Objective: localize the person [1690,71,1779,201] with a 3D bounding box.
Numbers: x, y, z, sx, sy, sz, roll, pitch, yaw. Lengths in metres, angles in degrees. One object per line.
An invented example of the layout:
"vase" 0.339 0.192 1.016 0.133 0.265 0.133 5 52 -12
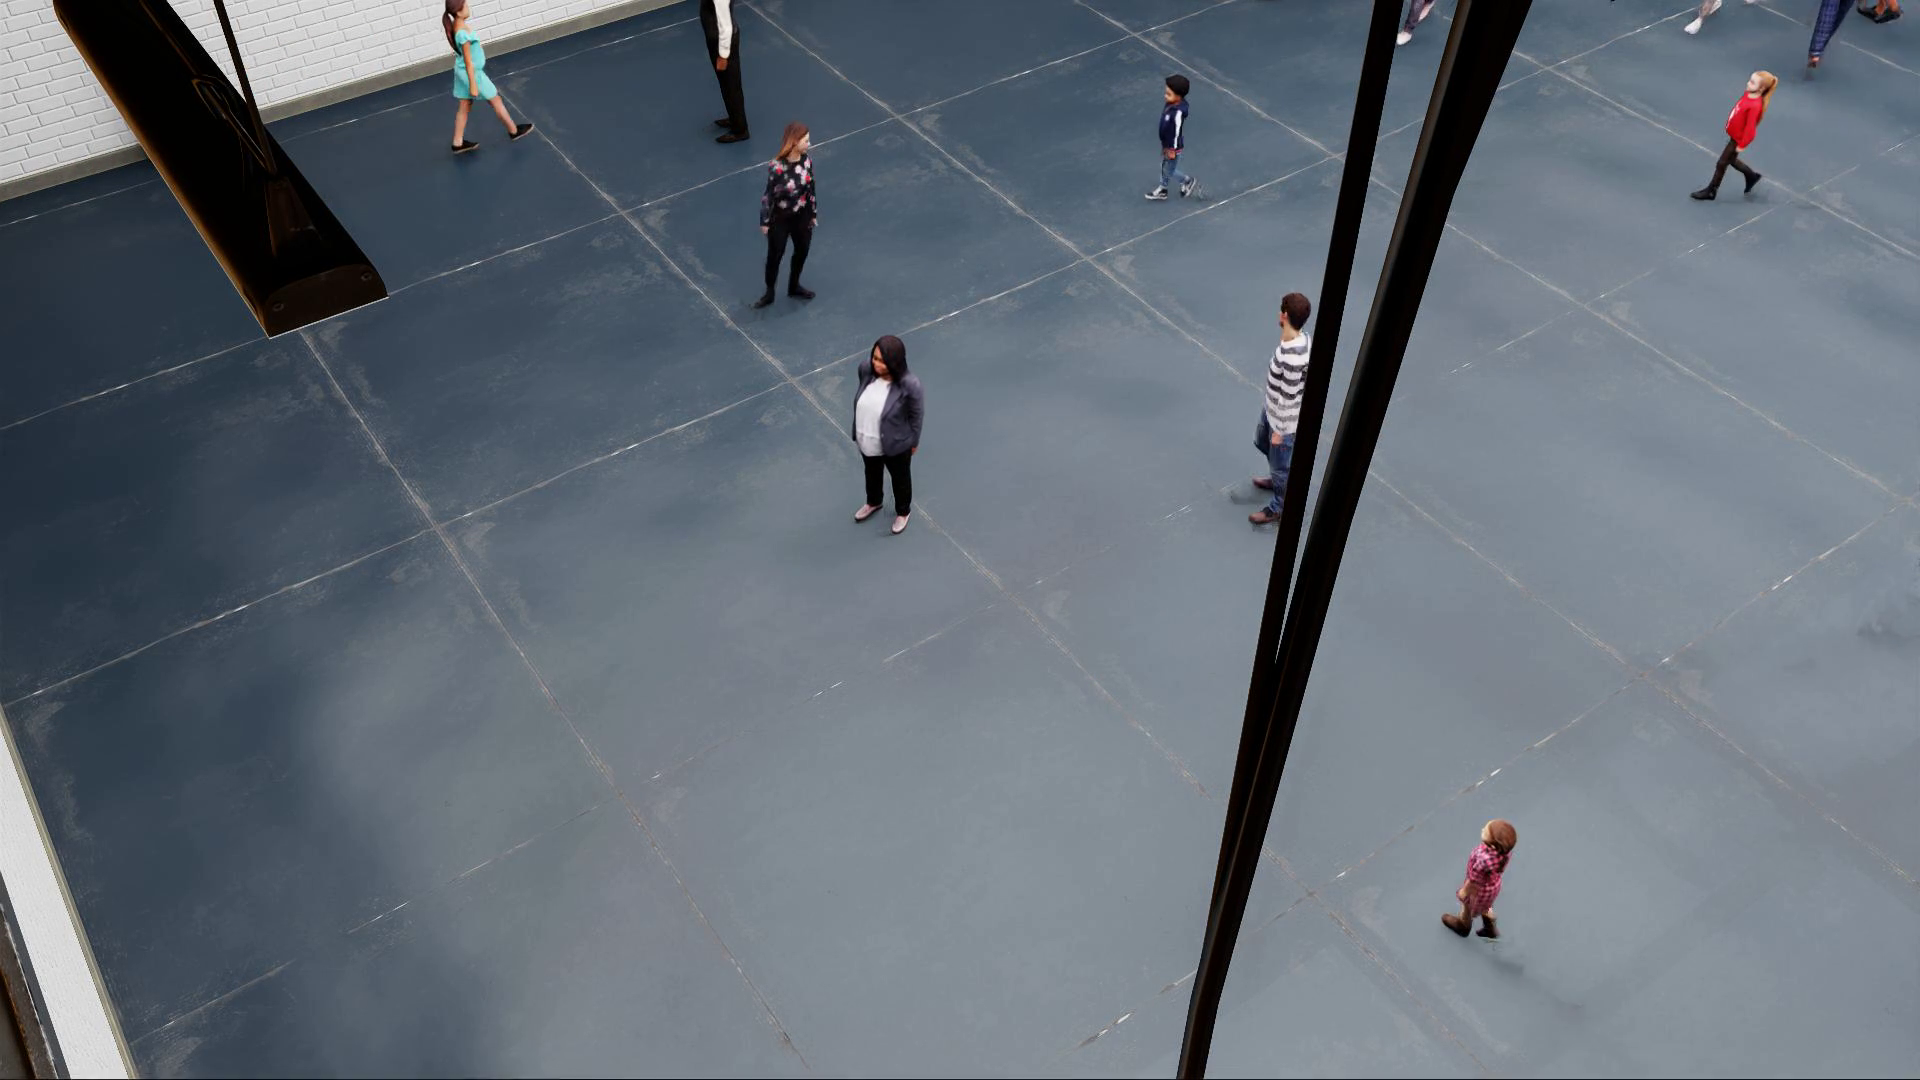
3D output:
"person" 6.997 -3.593 14.821 0.848 1.268 0.800 7 44 8

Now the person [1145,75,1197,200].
"person" 1.933 -3.569 14.835 0.763 1.215 0.666 -6 44 -7

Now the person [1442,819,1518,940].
"person" 2.928 1.915 9.221 0.517 1.018 0.533 -34 53 -30

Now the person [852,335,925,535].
"person" -0.515 -0.748 11.597 0.782 1.596 0.803 21 47 20

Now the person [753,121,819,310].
"person" -1.456 -2.623 13.522 0.506 1.657 0.824 -19 47 -19

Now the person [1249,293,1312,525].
"person" 2.249 -0.862 11.550 0.798 1.827 0.766 -5 44 -6

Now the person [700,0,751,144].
"person" -2.190 -4.622 15.432 0.761 1.916 0.783 -5 44 -5

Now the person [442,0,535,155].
"person" -4.578 -4.262 15.343 1.032 1.517 0.570 -24 49 -23

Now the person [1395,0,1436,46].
"person" 4.826 -6.065 17.046 0.905 1.778 1.310 31 51 28
